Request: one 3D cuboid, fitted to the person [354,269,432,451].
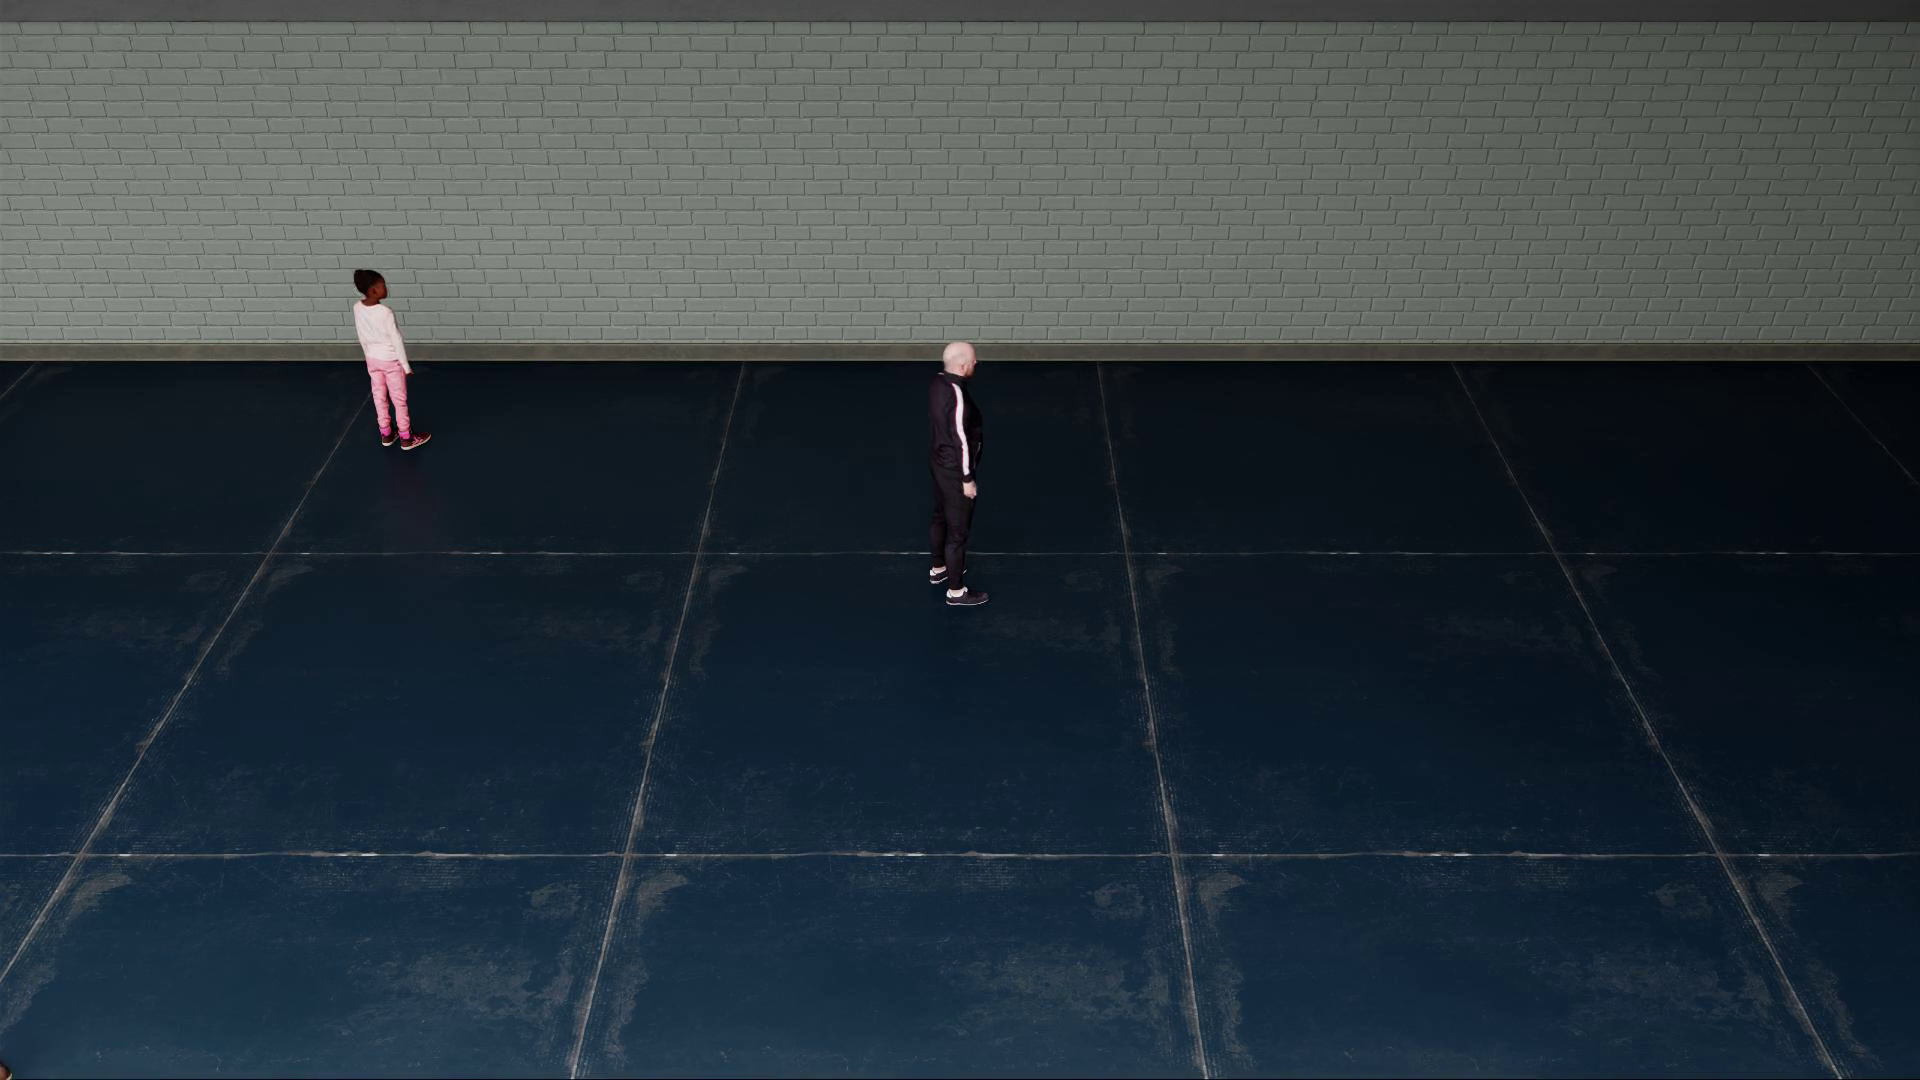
[{"bbox_3d":[-4.349,-1.378,12.567,0.616,1.447,0.612,13,35,20],"label":"person"}]

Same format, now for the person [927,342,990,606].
[{"bbox_3d":[-0.051,-0.441,10.771,0.810,1.835,0.651,-12,35,-17],"label":"person"}]
